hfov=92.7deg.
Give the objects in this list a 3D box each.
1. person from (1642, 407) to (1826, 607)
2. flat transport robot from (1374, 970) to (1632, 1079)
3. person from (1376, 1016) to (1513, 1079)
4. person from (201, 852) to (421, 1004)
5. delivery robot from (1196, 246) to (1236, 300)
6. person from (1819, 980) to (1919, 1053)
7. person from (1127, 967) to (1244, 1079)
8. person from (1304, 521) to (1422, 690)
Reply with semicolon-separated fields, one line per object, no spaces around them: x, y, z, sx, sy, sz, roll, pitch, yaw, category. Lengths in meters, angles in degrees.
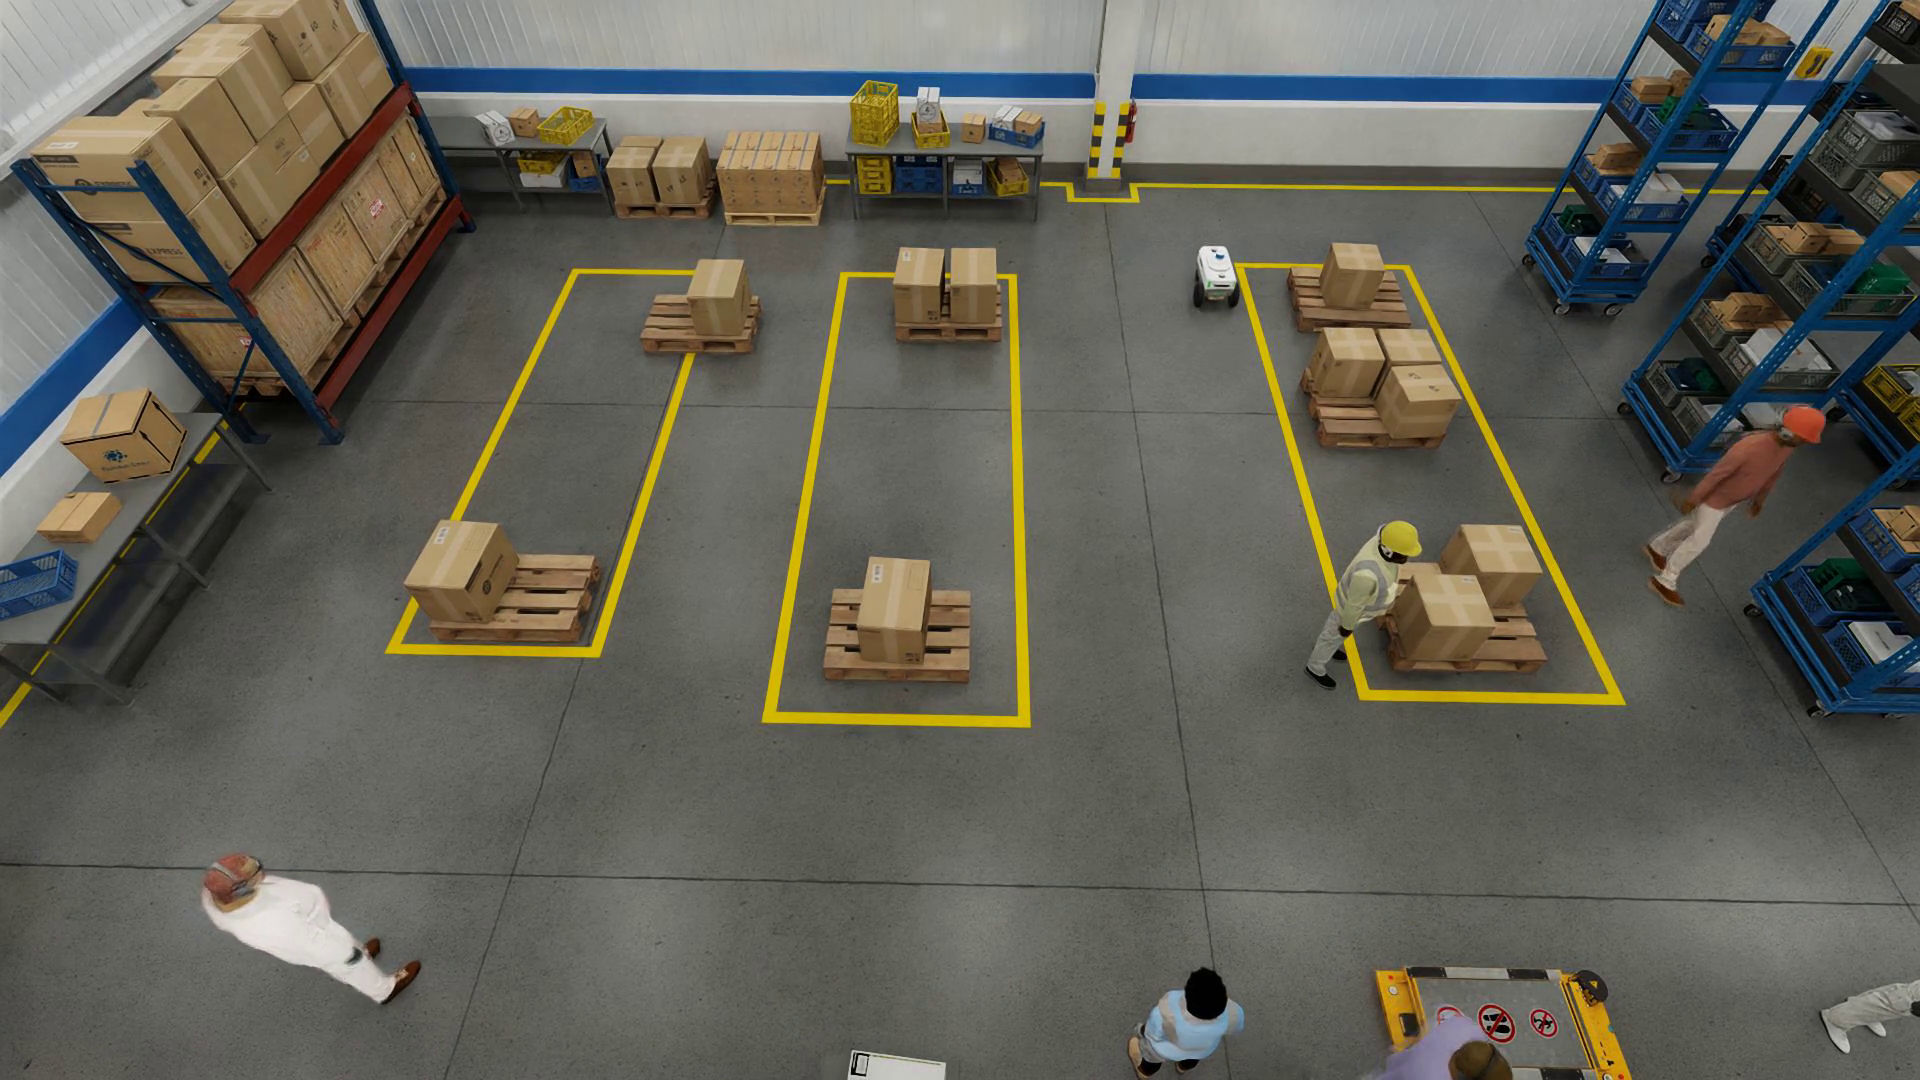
6.428;-0.270;7.599;0.645;1.965;0.731;-14;52;-11;person
3.501;3.133;5.914;1.431;0.197;0.652;1;51;1;flat transport robot
2.444;2.999;4.961;0.477;1.924;0.640;34;58;24;person
-3.895;2.351;5.515;0.659;1.895;0.396;19;53;15;person
3.027;-3.189;10.827;0.477;0.478;0.707;0;51;0;delivery robot
5.867;2.676;5.410;0.523;1.636;0.311;-13;52;-10;person
1.270;2.816;5.260;0.533;1.694;0.319;-4;51;-3;person
3.093;0.477;7.078;0.404;1.835;0.589;29;56;22;person
